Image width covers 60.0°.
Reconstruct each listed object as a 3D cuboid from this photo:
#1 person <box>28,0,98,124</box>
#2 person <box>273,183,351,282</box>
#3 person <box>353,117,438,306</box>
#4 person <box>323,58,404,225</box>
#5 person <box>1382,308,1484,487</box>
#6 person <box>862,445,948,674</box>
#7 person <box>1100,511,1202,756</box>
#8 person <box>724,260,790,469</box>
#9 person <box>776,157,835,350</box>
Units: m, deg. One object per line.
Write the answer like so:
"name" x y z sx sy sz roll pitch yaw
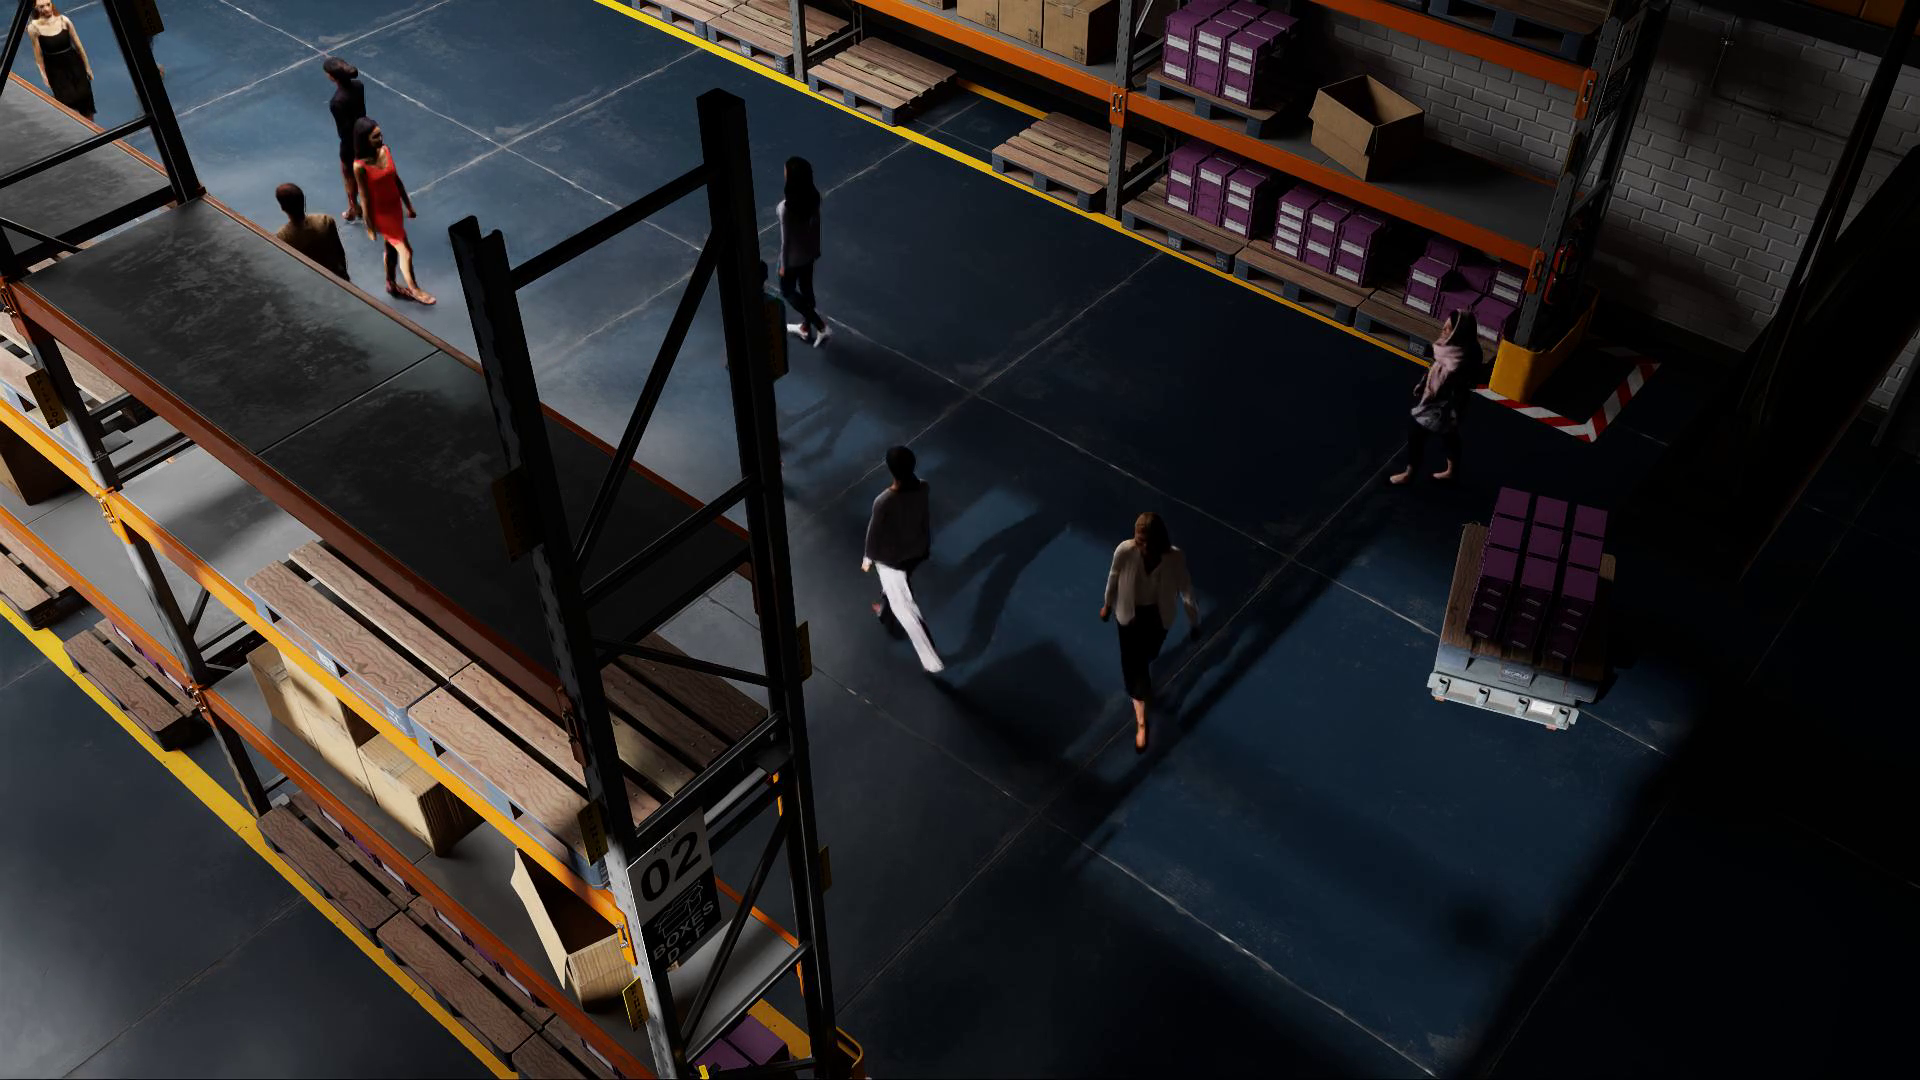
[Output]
"person" -8.510 -4.476 15.793 0.634 1.614 0.657 -29 51 -27
"person" -4.905 -1.891 12.927 0.833 1.824 1.063 -25 49 -24
"person" -4.878 -2.746 13.915 0.865 1.699 0.765 12 45 13
"person" -5.245 -3.500 14.765 0.885 1.620 0.724 14 45 15
"person" 3.646 -1.004 12.147 0.940 1.615 0.838 9 44 9
"person" -0.335 0.159 10.841 0.757 1.734 1.135 -29 51 -27
"person" 1.149 0.442 10.482 1.106 1.819 1.145 -1 44 -1
"person" -1.478 -1.266 12.327 0.935 1.747 1.175 -17 46 -17
"person" -1.218 -2.264 13.388 0.826 1.728 0.648 26 49 24
